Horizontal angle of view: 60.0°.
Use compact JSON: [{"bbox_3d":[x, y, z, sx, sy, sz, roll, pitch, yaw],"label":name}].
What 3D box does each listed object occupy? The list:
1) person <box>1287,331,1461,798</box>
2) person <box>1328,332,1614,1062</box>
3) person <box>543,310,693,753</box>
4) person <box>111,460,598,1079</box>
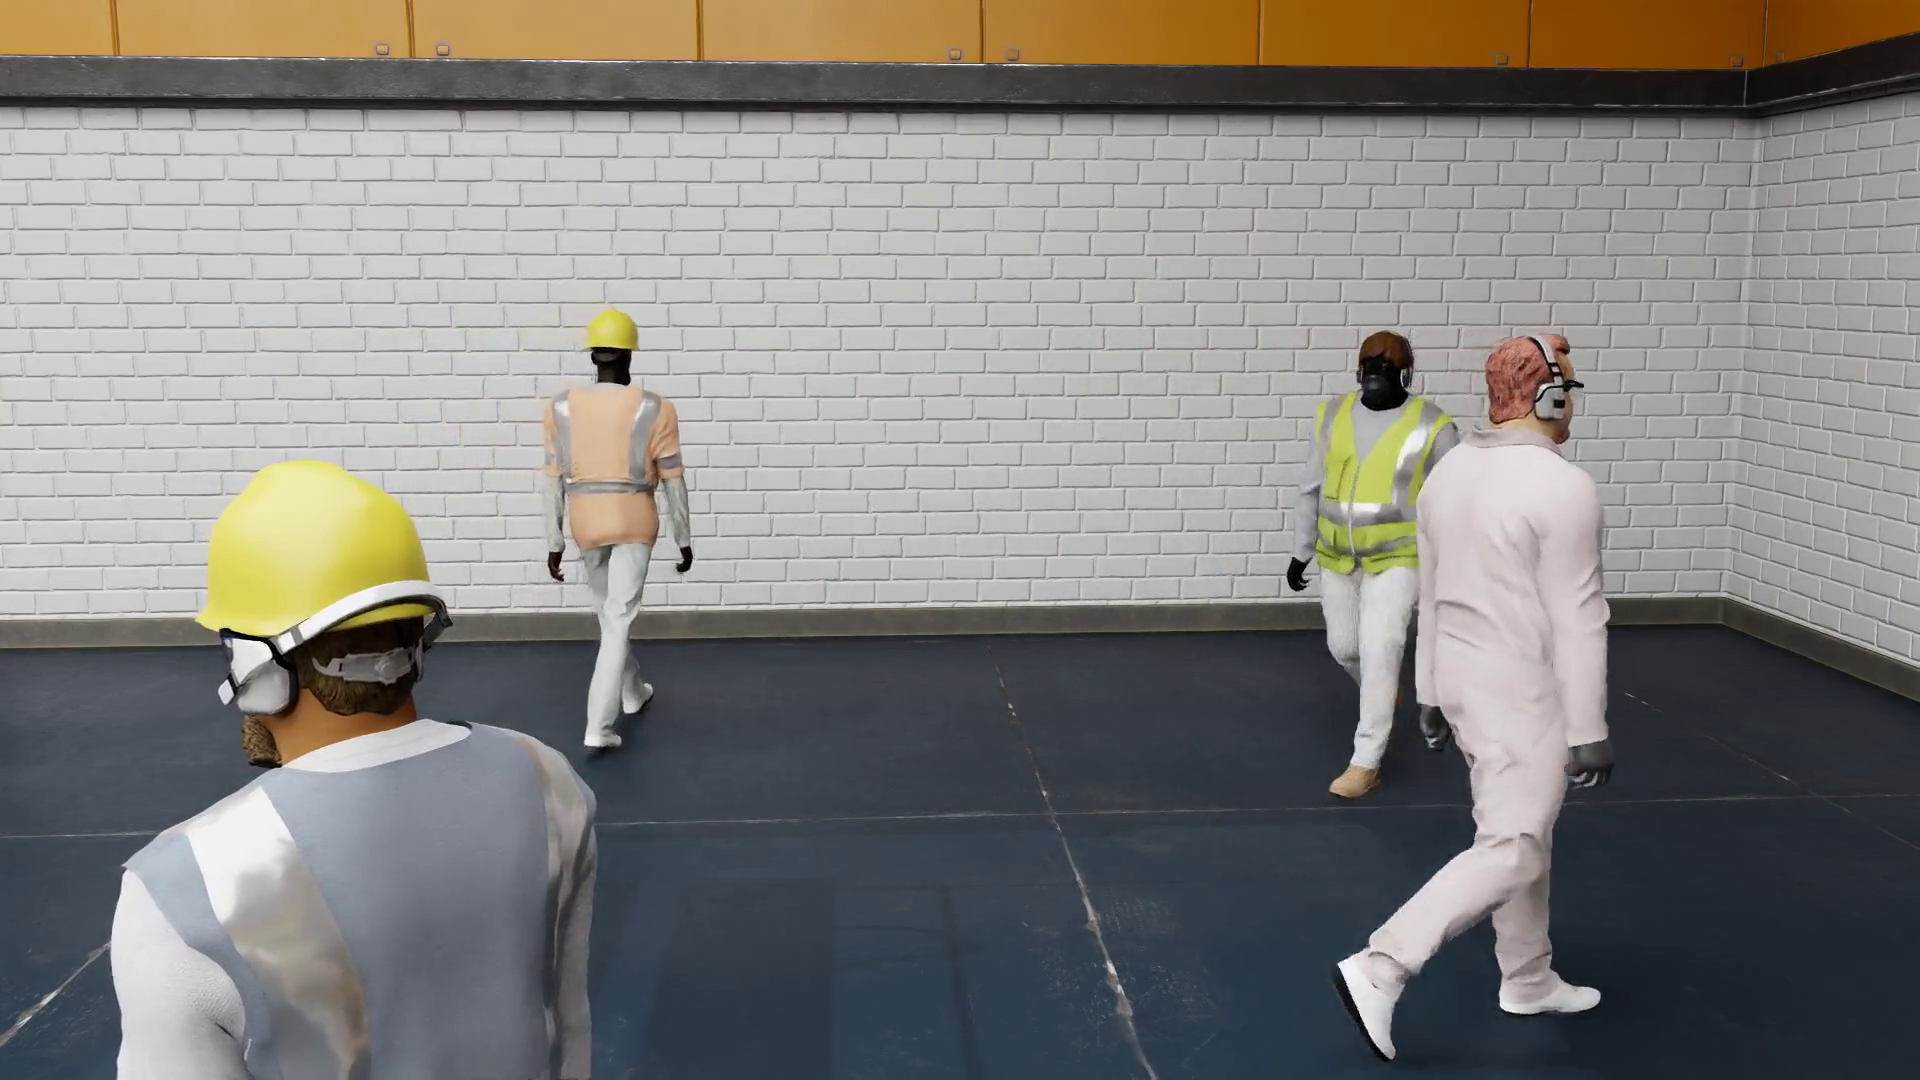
[{"bbox_3d":[1.695,0.061,6.697,0.615,1.817,0.839,7,12,39],"label":"person"},{"bbox_3d":[1.358,0.407,4.305,0.842,1.884,0.634,-2,9,-12],"label":"person"},{"bbox_3d":[-1.494,-0.058,7.259,0.603,1.873,1.017,1,9,7],"label":"person"},{"bbox_3d":[-0.662,0.822,1.880,0.403,1.826,0.591,5,10,30],"label":"person"}]
